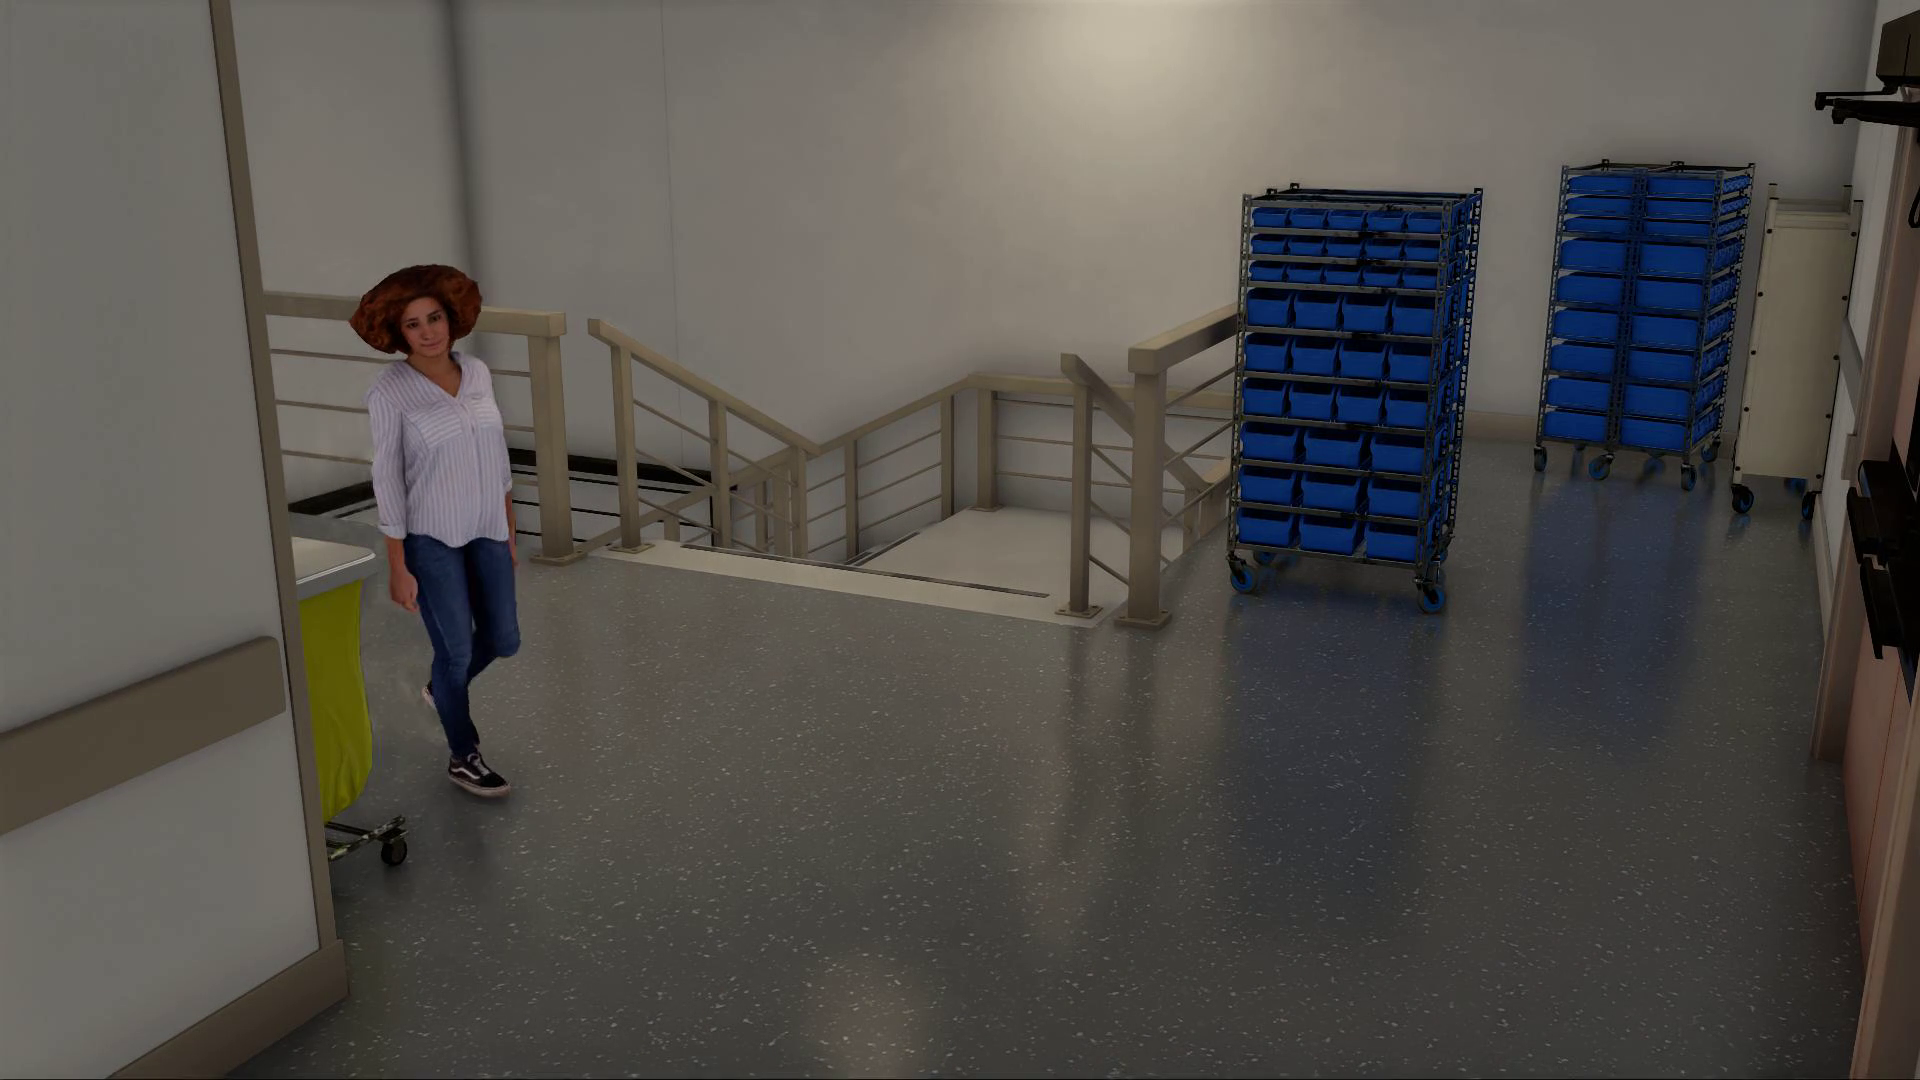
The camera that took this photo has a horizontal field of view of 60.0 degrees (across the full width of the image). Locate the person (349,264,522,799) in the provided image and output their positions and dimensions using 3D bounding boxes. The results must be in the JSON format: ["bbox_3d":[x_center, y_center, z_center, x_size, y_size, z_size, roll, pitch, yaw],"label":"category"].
[{"bbox_3d":[-1.670,-0.019,5.232,0.810,1.681,0.784,11,19,35],"label":"person"}]
